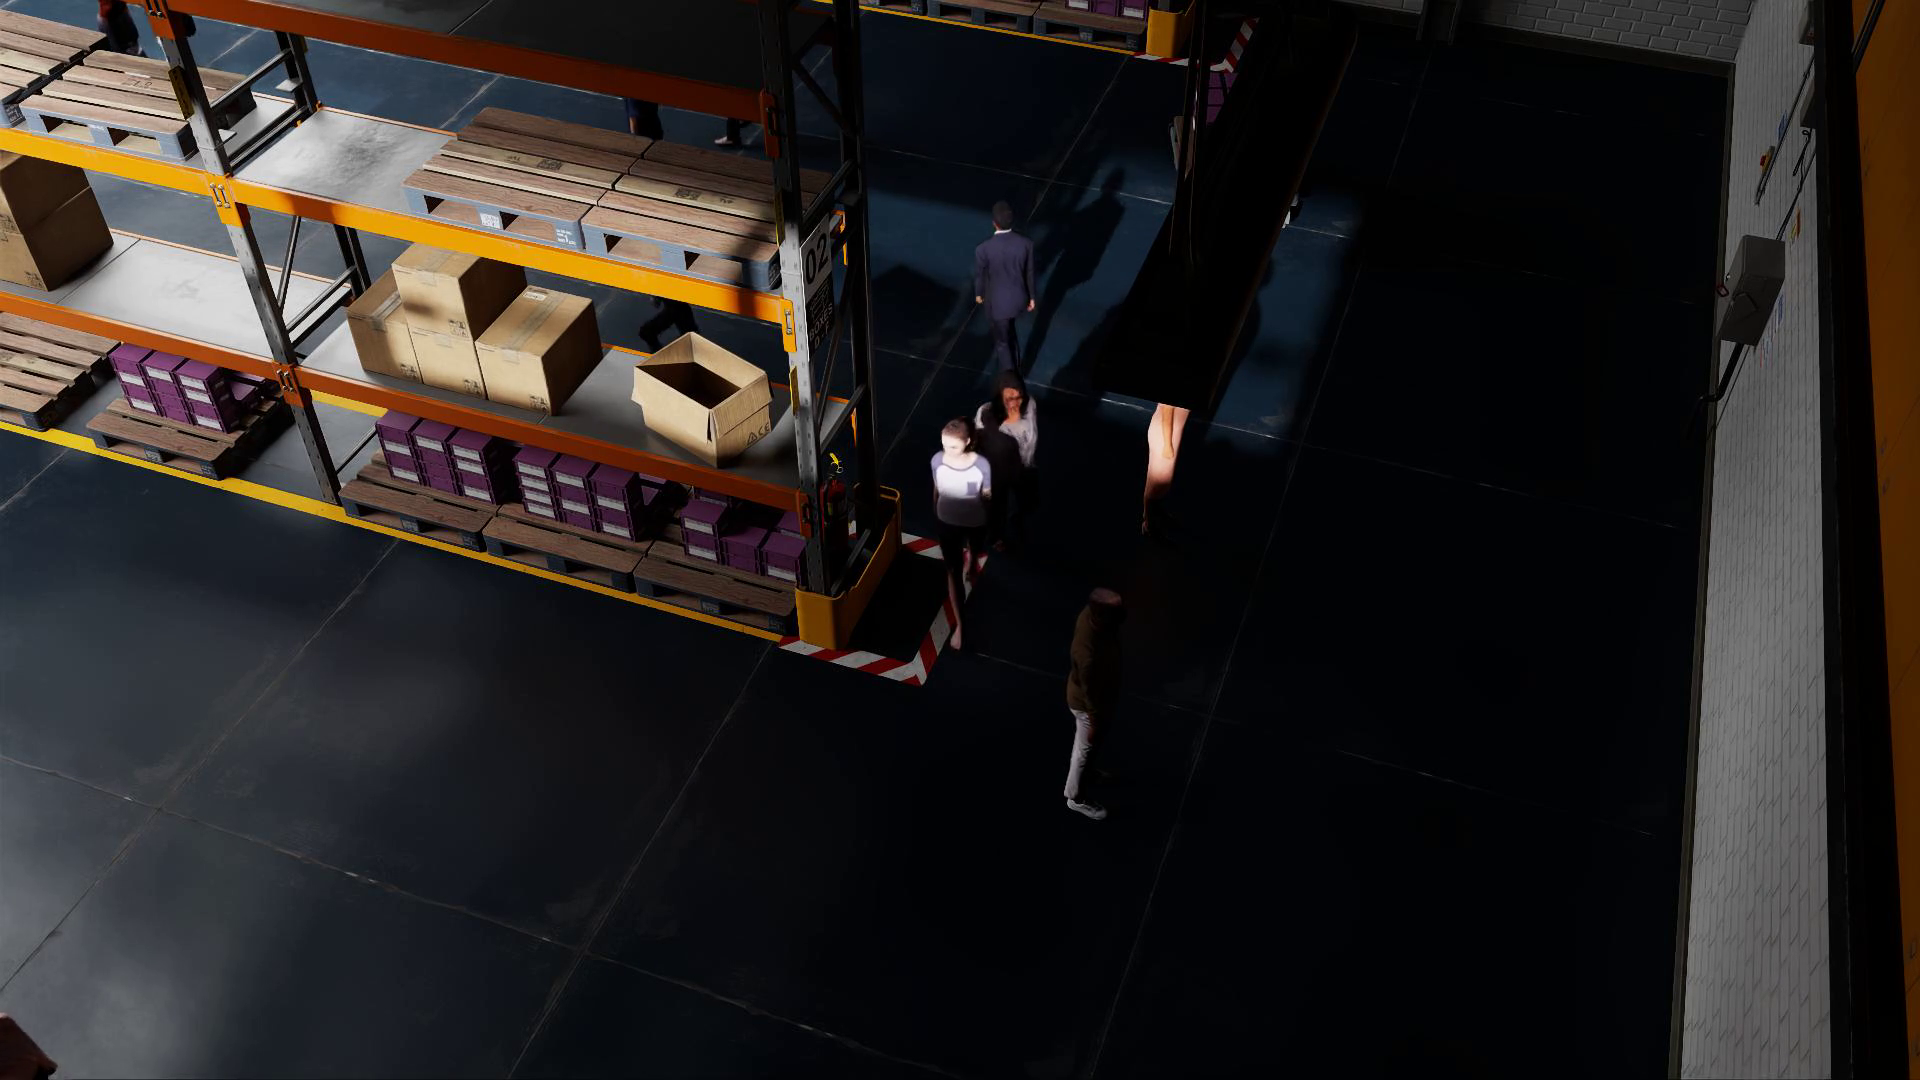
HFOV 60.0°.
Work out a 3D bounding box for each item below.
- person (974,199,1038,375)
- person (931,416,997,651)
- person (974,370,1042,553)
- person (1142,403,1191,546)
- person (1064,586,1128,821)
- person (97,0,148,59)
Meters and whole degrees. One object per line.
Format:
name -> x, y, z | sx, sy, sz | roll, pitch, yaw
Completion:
person -> 0.374, -1.780, 12.813 | 0.734, 1.712, 0.798 | -15, 46, -16
person -> 0.036, -0.179, 11.124 | 1.092, 1.723, 0.821 | 3, 44, 3
person -> 0.310, -0.606, 11.667 | 0.774, 1.592, 0.841 | -15, 46, -15
person -> 1.443, -0.758, 11.653 | 0.530, 1.831, 0.598 | 10, 45, 11
person -> 0.800, 0.933, 9.883 | 0.631, 1.825, 0.767 | 7, 44, 7
person -> -7.754, -4.443, 15.558 | 0.561, 1.780, 0.629 | 5, 44, 5
